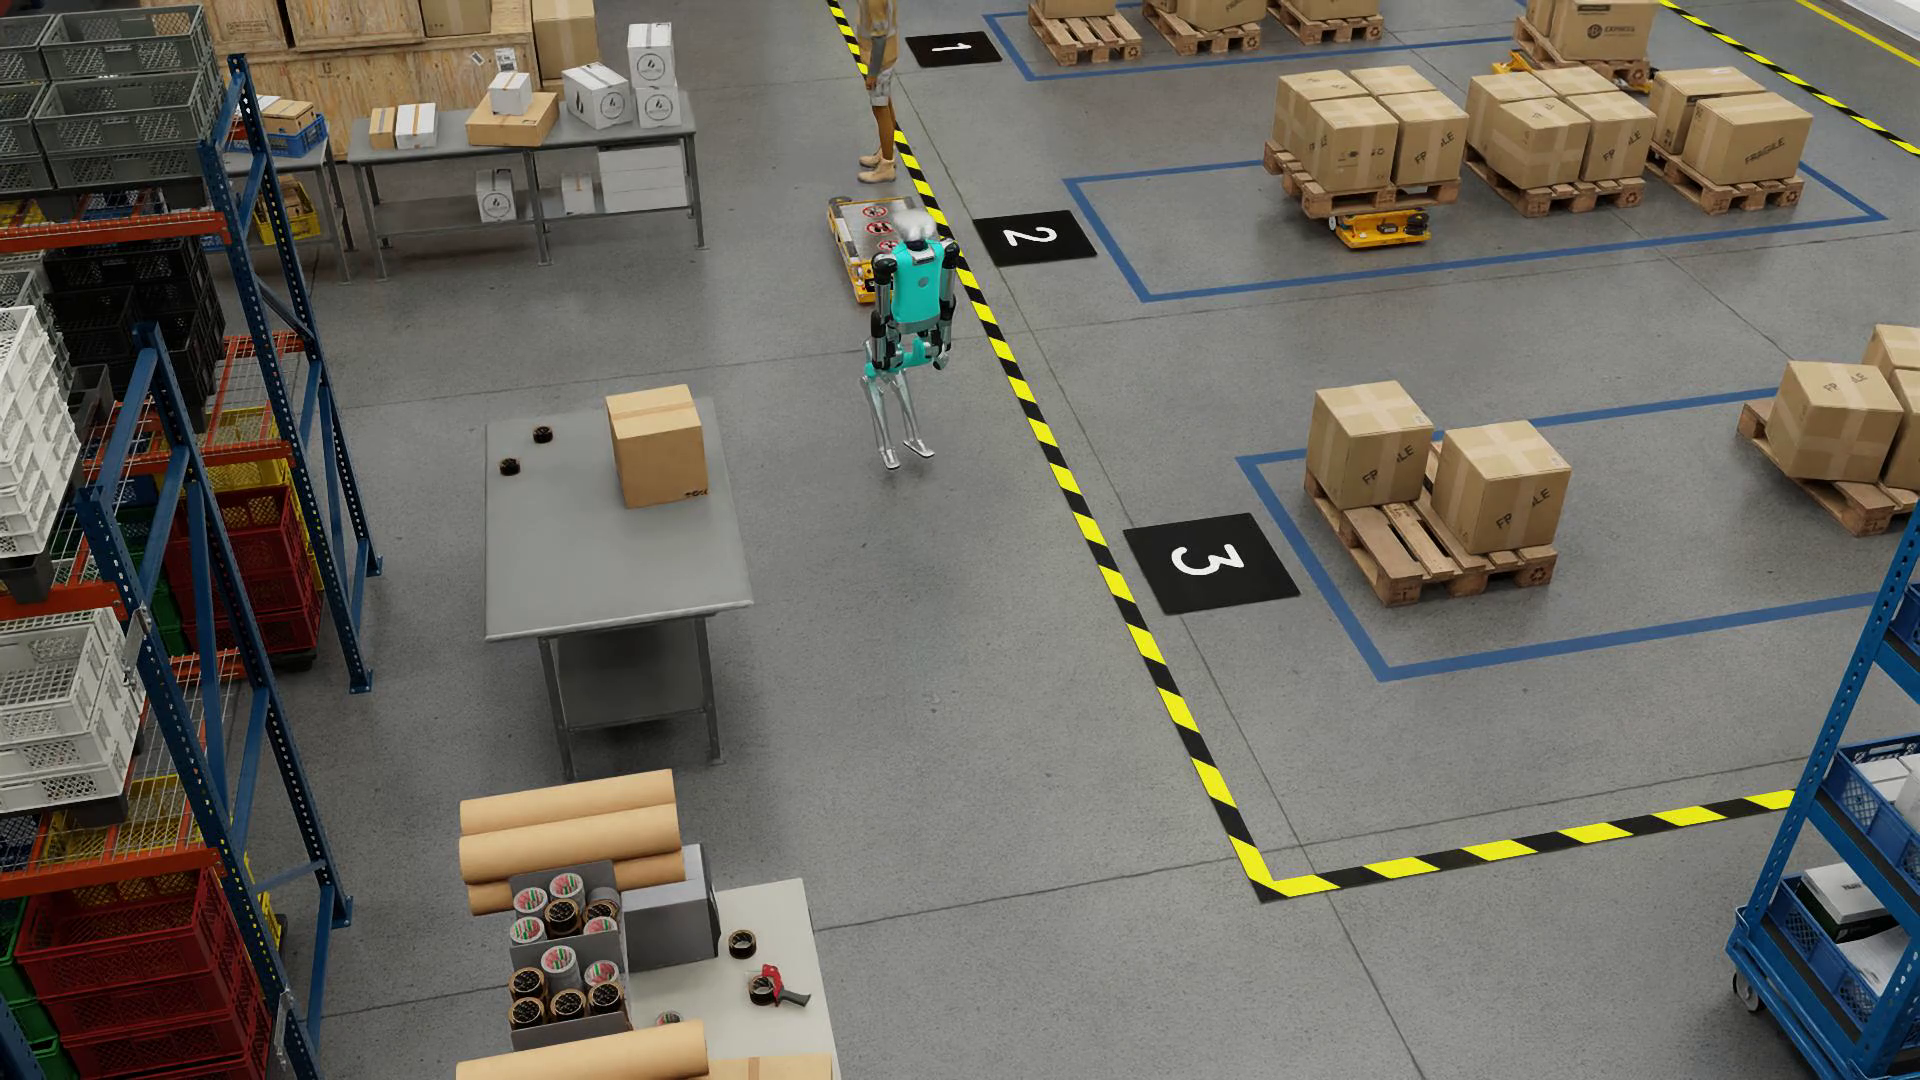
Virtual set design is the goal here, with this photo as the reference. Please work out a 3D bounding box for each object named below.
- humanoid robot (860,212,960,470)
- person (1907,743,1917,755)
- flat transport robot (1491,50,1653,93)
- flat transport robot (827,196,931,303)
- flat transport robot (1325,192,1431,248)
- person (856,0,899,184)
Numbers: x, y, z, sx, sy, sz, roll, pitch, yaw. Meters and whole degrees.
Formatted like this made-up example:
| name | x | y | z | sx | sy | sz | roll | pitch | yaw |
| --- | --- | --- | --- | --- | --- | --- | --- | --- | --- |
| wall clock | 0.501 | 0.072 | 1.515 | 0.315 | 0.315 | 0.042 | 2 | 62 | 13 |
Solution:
| name | x | y | z | sx | sy | sz | roll | pitch | yaw |
| --- | --- | --- | --- | --- | --- | --- | --- | --- | --- |
| humanoid robot | -0.369 | -1.247 | 9.885 | 0.533 | 1.679 | 0.735 | -18 | 40 | -22 |
| person | 4.350 | 0.913 | 7.043 | 0.699 | 1.808 | 0.374 | -7 | 37 | -9 |
| flat transport robot | 5.722 | -4.332 | 15.353 | 1.431 | 0.197 | 0.652 | -2 | 37 | -3 |
| flat transport robot | -0.570 | -2.220 | 12.538 | 0.659 | 0.231 | 1.431 | -8 | 37 | -10 |
| flat transport robot | 3.134 | -2.740 | 13.213 | 0.652 | 0.197 | 1.431 | -8 | 37 | -10 |
| person | -0.672 | -3.854 | 13.247 | 0.365 | 2.048 | 0.606 | 1 | 37 | 2 |
